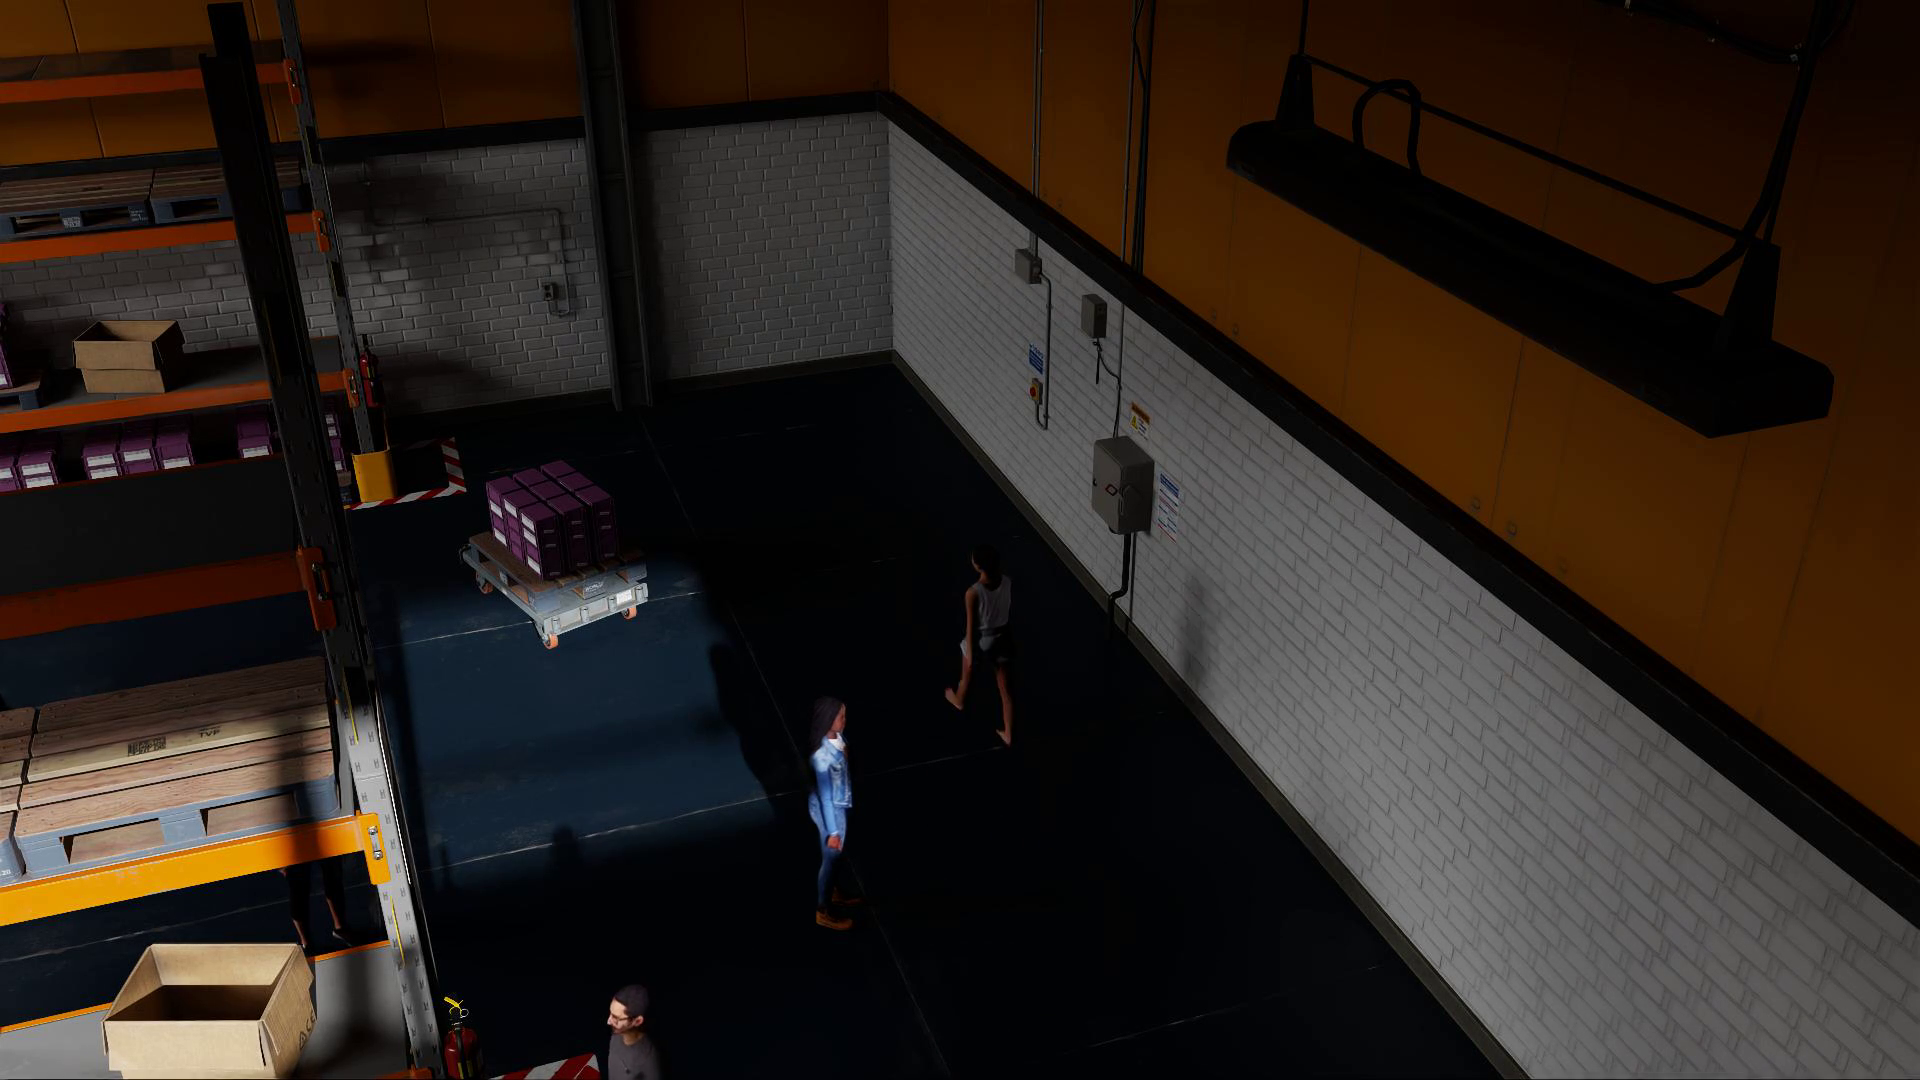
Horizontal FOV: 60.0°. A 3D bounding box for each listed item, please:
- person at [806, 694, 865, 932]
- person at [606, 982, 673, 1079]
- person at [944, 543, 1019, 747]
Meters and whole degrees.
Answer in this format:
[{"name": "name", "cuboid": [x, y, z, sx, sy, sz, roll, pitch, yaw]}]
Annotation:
[{"name": "person", "cuboid": [-0.811, 1.671, 10.285, 0.655, 1.711, 0.677, 1, 29, 2]}, {"name": "person", "cuboid": [-1.465, 2.821, 8.154, 1.208, 1.731, 0.908, -23, 36, -35]}, {"name": "person", "cuboid": [0.258, 0.791, 12.030, 0.978, 1.583, 0.777, -15, 32, -25]}]
